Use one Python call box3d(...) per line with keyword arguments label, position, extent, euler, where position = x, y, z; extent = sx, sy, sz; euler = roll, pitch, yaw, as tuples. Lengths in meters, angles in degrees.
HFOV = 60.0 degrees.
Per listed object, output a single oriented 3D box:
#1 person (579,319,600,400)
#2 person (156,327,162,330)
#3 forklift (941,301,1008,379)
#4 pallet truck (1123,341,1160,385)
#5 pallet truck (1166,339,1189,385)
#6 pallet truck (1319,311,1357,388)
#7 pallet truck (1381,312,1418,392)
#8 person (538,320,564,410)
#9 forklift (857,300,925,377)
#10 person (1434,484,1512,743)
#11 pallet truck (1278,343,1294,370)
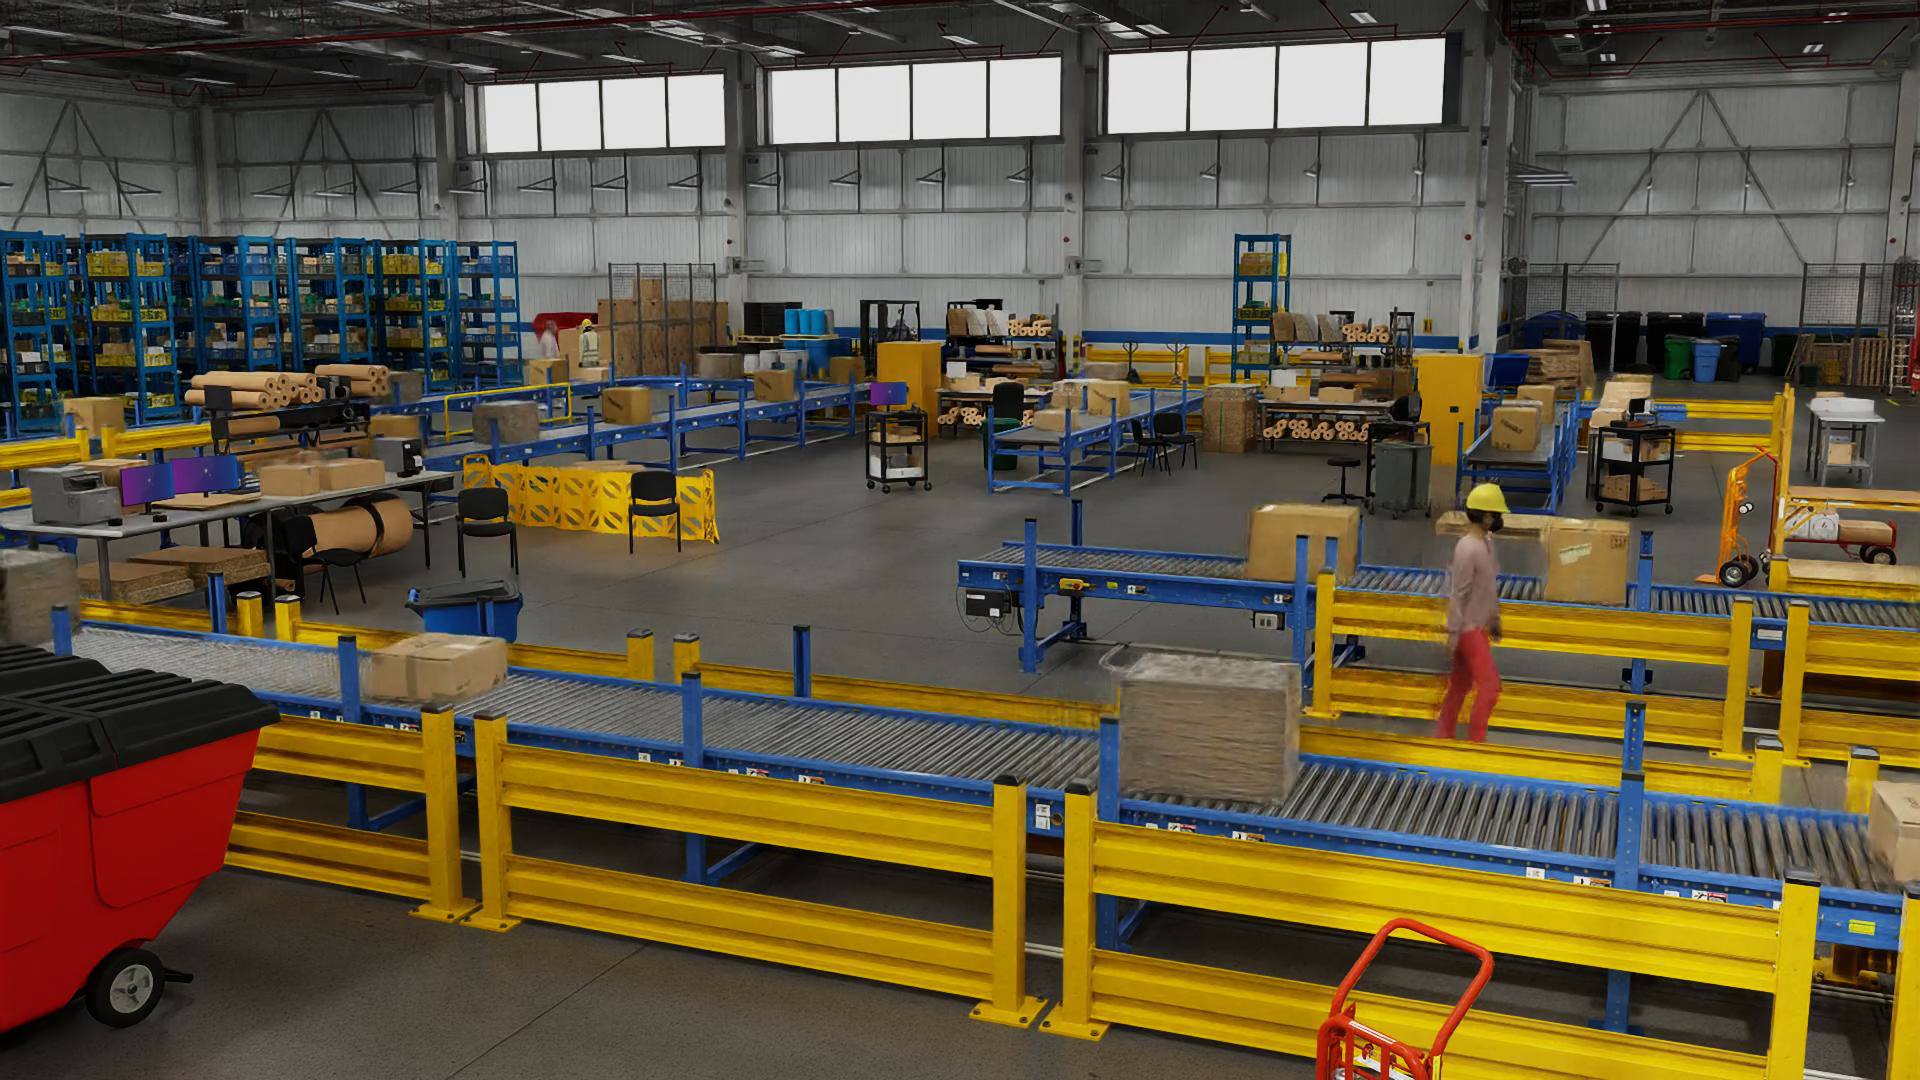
box3d(label="person", position=(-8.423, -4.092, 37.709), extent=(0.403, 1.830, 0.599), euler=(6, 11, 33))
box3d(label="person", position=(-17.878, -3.998, 37.160), extent=(0.571, 1.831, 0.408), euler=(-7, 11, -35))
box3d(label="forklift", position=(0.365, -4.966, 41.571), extent=(1.157, 1.987, 2.680), euler=(3, 10, 20))
box3d(label="pallet truck", position=(4.445, -4.380, 41.279), extent=(0.680, 1.201, 1.601), euler=(4, 10, 22))
box3d(label="pallet truck", position=(5.418, -4.269, 40.420), extent=(0.704, 1.261, 1.522), euler=(3, 10, 20))
box3d(label="pallet truck", position=(9.071, -4.419, 39.190), extent=(0.823, 1.965, 1.885), euler=(5, 10, 26))
box3d(label="pallet truck", position=(10.207, -4.283, 38.369), extent=(0.823, 1.965, 1.885), euler=(3, 10, 20))
box3d(label="person", position=(-8.568, -3.676, 35.011), extent=(0.773, 1.886, 0.693), euler=(-3, 10, -19))
box3d(label="forklift", position=(-1.732, -5.109, 42.468), extent=(1.157, 1.987, 2.680), euler=(4, 10, 22))
box3d(label="person", position=(3.120, 0.535, 9.928), extent=(0.617, 1.745, 0.564), euler=(5, 11, 30))
box3d(label="pallet truck", position=(7.886, -4.163, 39.743), extent=(0.653, 1.274, 1.630), euler=(4, 10, 22))
